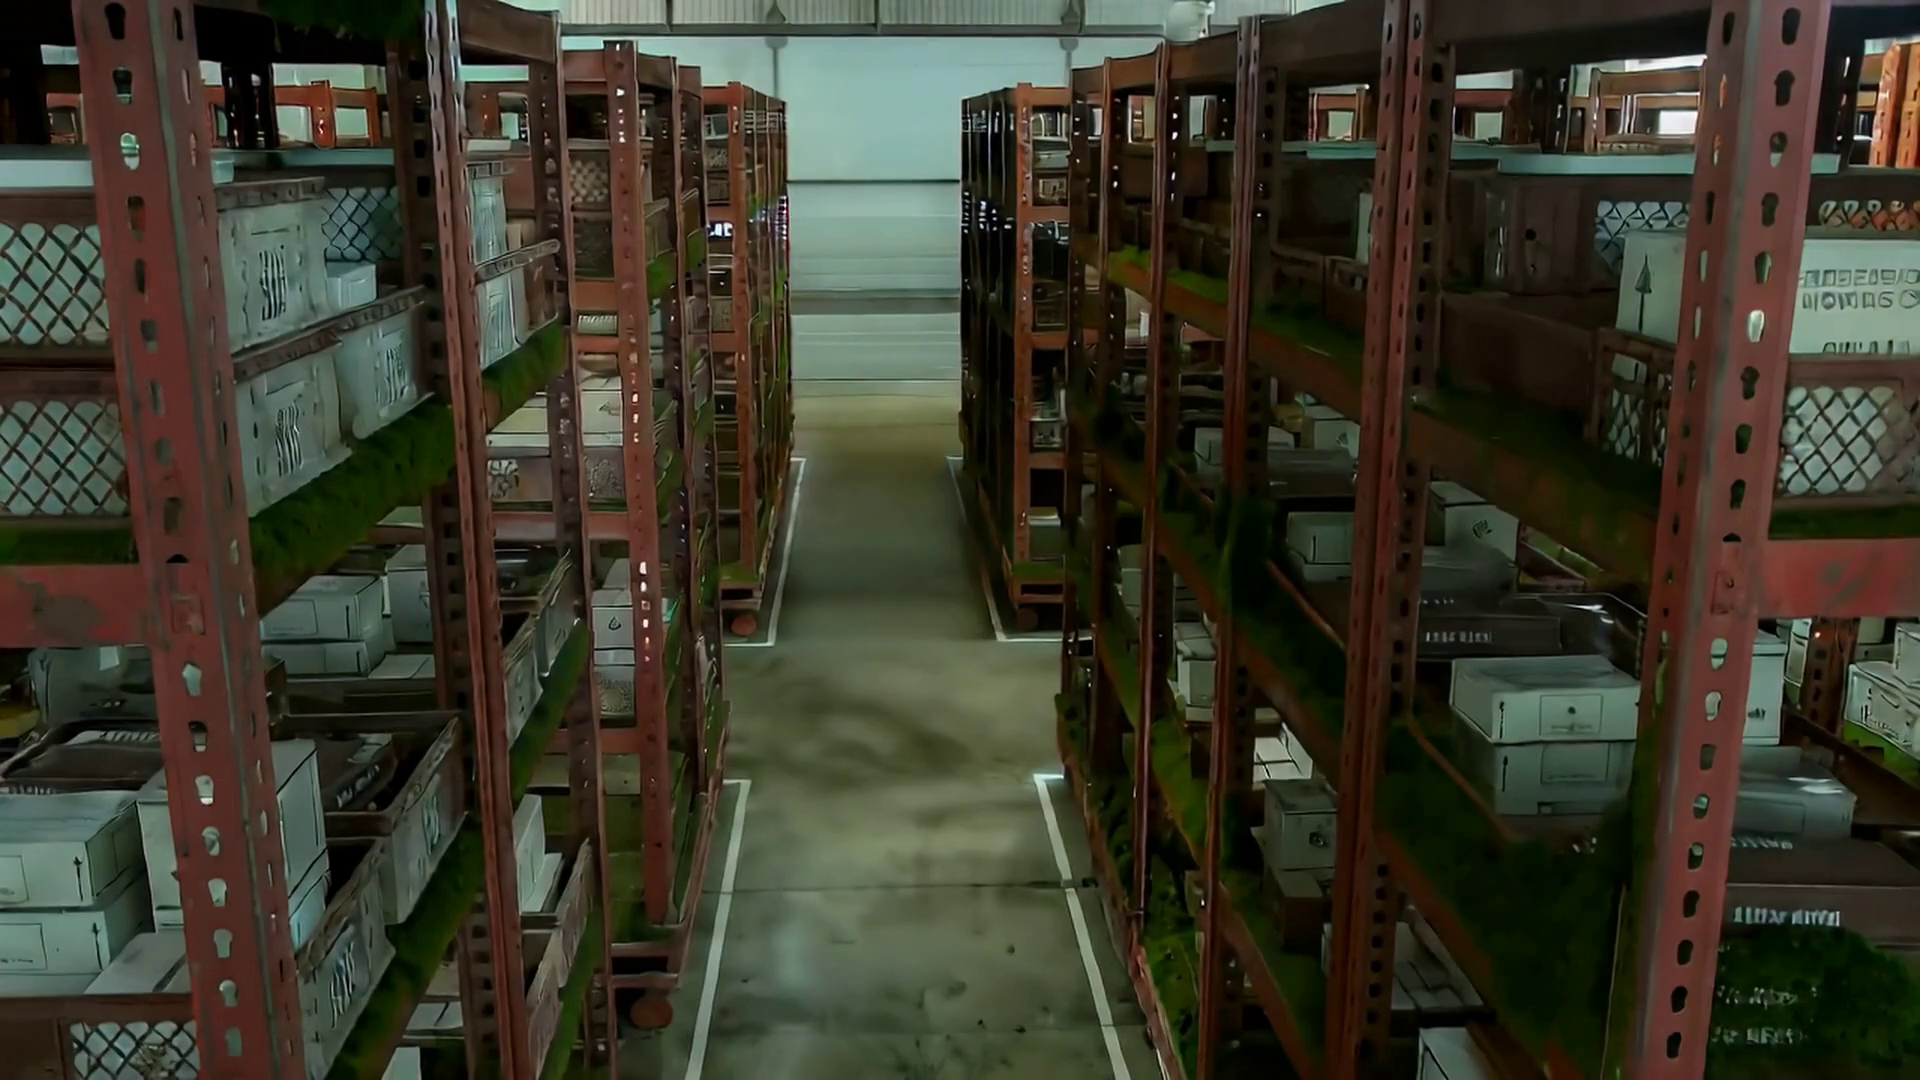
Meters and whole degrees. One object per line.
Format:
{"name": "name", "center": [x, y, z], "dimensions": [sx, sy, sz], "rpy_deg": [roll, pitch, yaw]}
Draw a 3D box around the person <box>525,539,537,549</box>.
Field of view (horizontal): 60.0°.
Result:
{"name": "person", "center": [-2.667, -0.199, 10.477], "dimensions": [0.414, 1.985, 0.612], "rpy_deg": [-1, 14, -4]}
